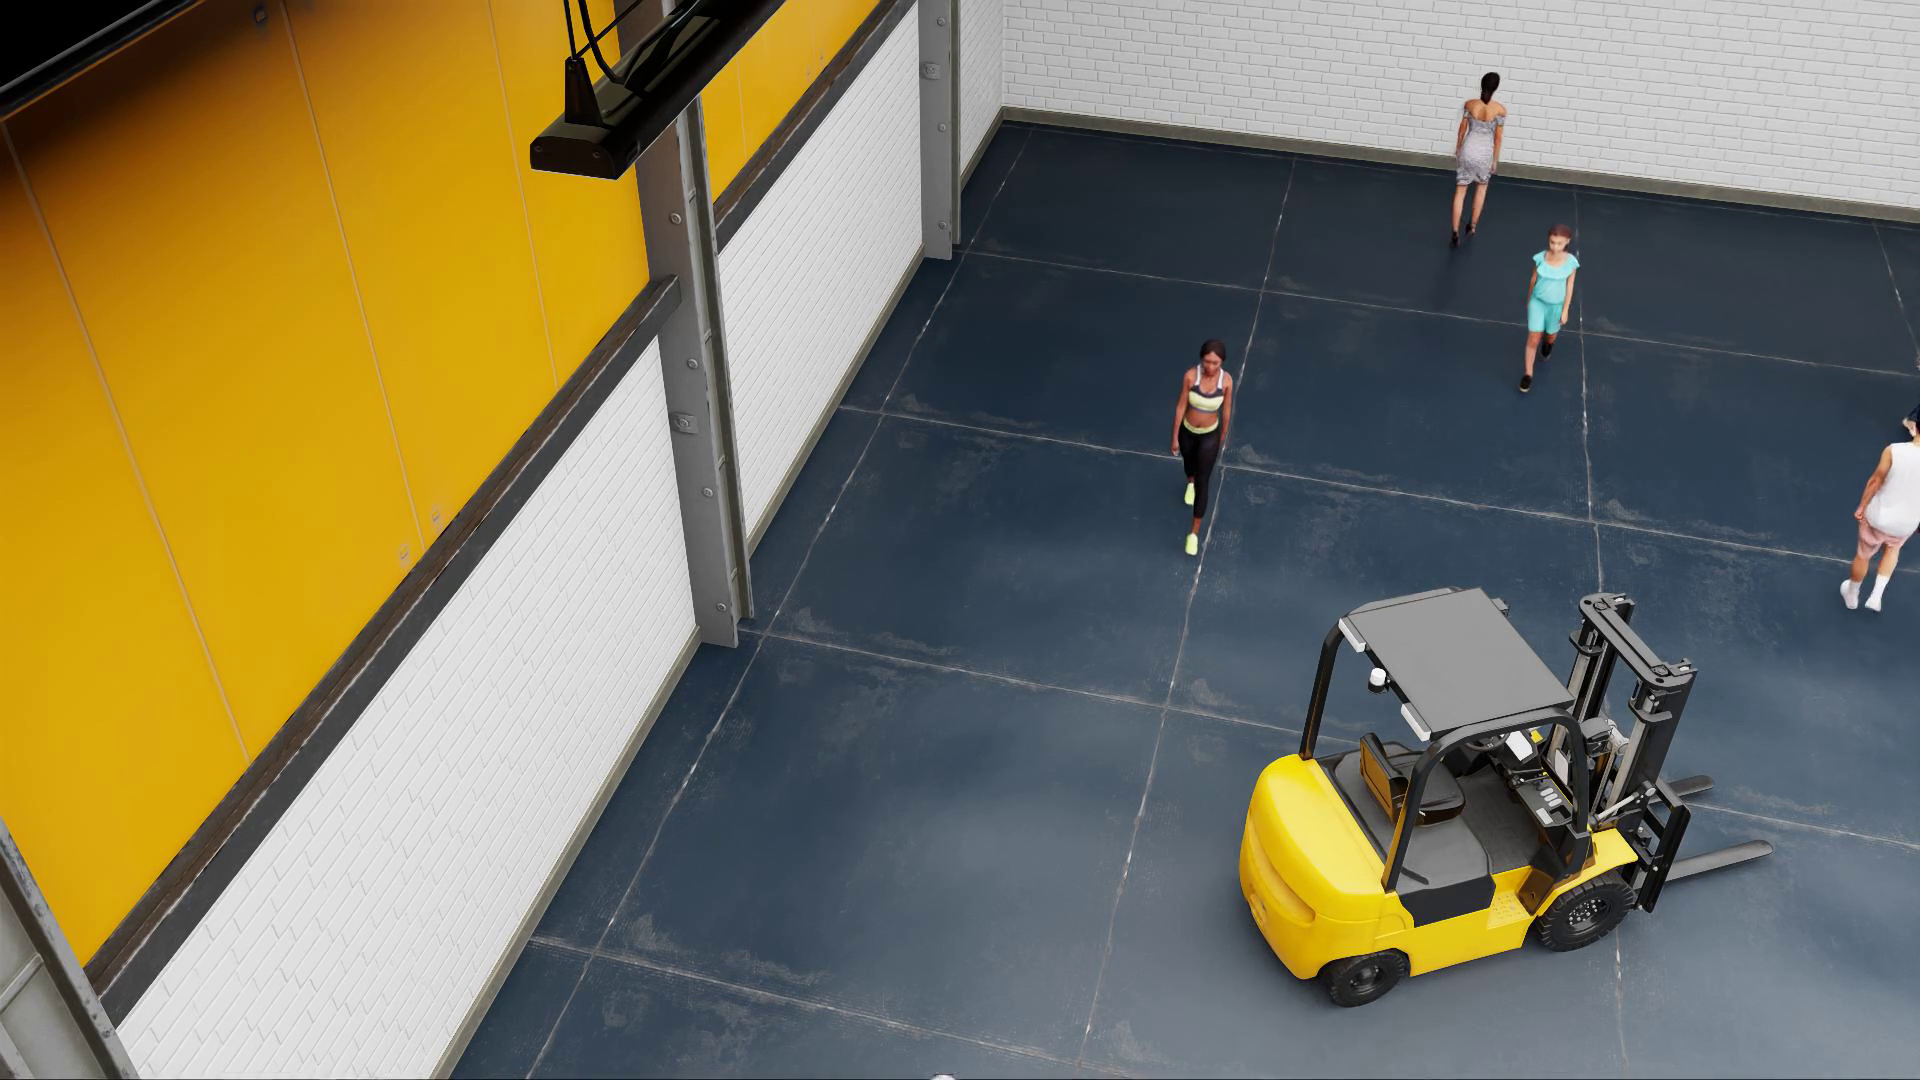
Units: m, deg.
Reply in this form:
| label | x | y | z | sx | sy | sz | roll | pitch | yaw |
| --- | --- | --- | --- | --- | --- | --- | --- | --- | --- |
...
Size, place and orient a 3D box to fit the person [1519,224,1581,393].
| label | x | y | z | sx | sy | sz | roll | pitch | yaw |
| --- | --- | --- | --- | --- | --- | --- | --- | --- | --- |
| person | 5.173 | -2.095 | 14.615 | 0.653 | 1.535 | 1.003 | 15 | 41 | 18 |

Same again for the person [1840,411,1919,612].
| label | x | y | z | sx | sy | sz | roll | pitch | yaw |
| --- | --- | --- | --- | --- | --- | --- | --- | --- | --- |
| person | 6.741 | -0.153 | 11.986 | 0.653 | 1.780 | 0.719 | 12 | 40 | 14 |

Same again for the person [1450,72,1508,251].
| label | x | y | z | sx | sy | sz | roll | pitch | yaw |
| --- | --- | --- | --- | --- | --- | --- | --- | --- | --- |
| person | 5.048 | -3.703 | 16.410 | 0.720 | 1.807 | 0.787 | 19 | 42 | 22 |

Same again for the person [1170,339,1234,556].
| label | x | y | z | sx | sy | sz | roll | pitch | yaw |
| --- | --- | --- | --- | --- | --- | --- | --- | --- | --- |
| person | 1.855 | -0.844 | 12.908 | 0.564 | 1.709 | 1.151 | 10 | 40 | 12 |
